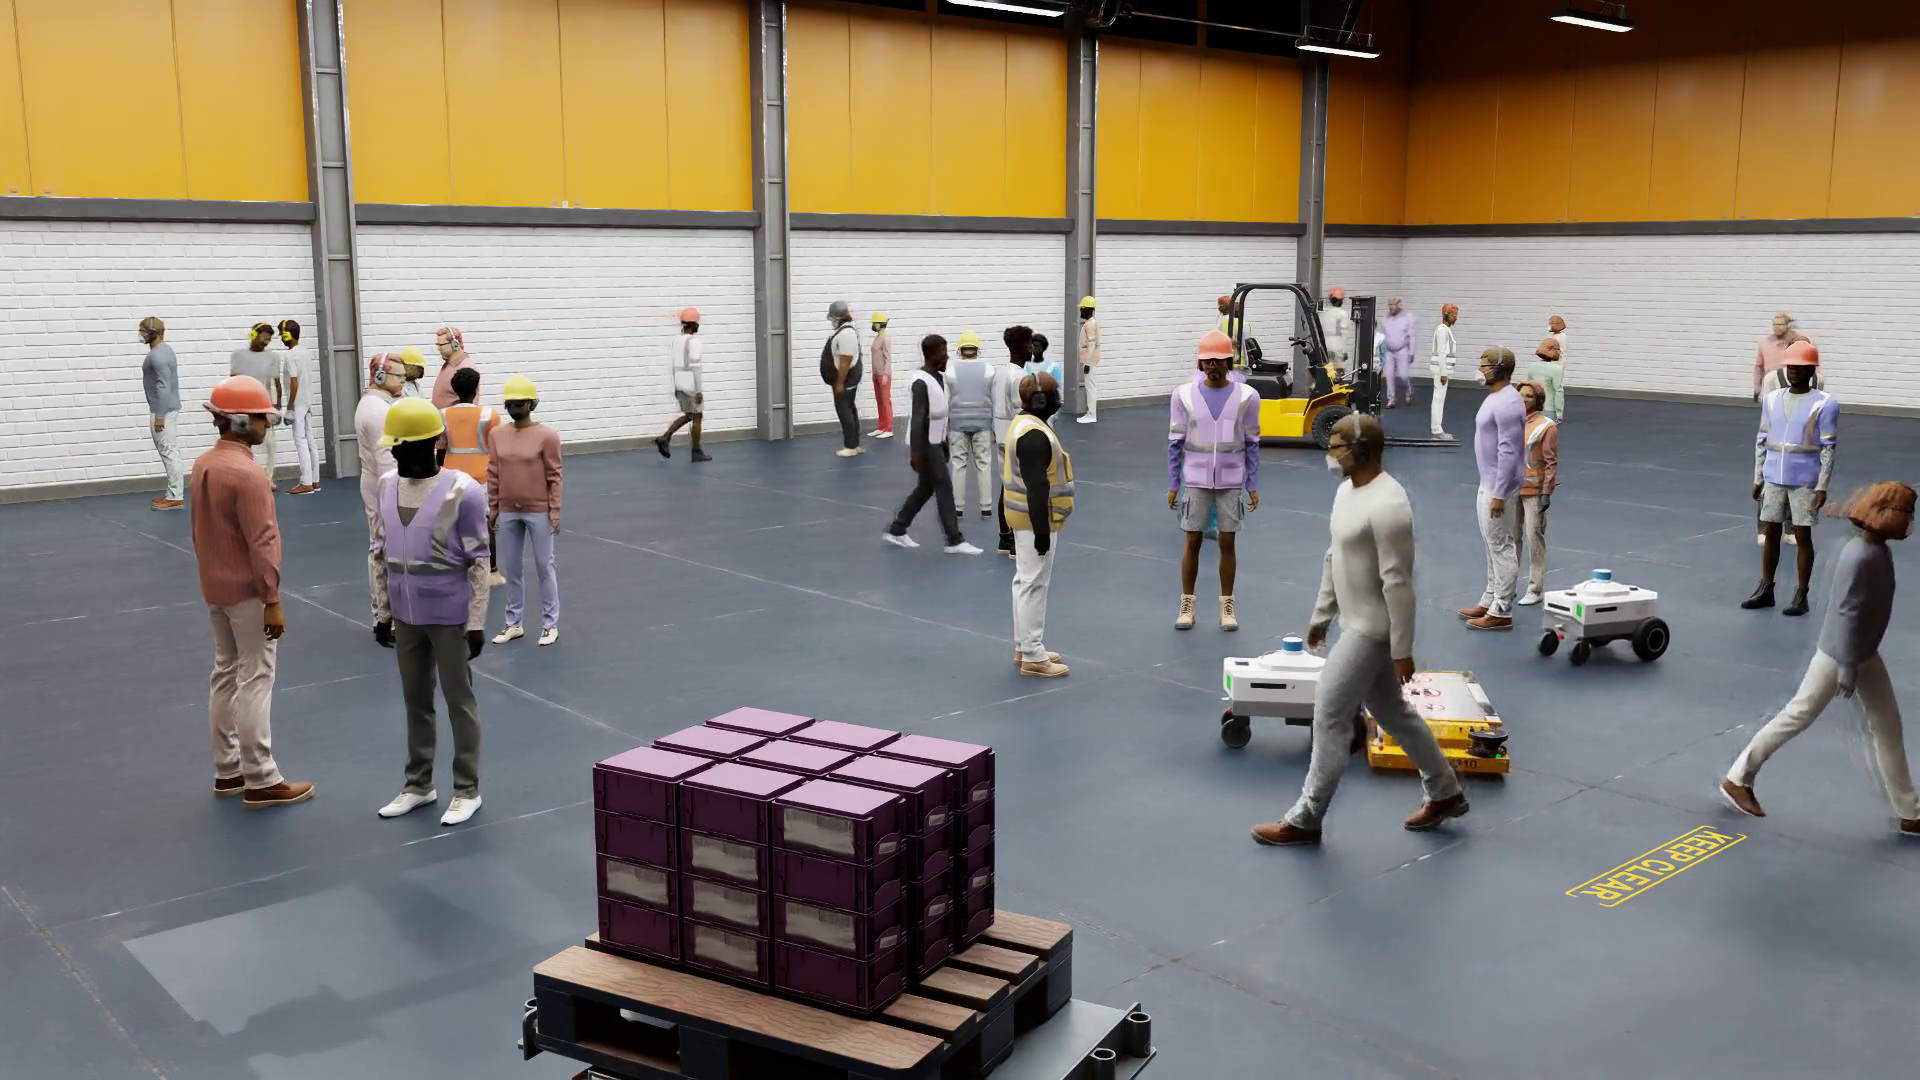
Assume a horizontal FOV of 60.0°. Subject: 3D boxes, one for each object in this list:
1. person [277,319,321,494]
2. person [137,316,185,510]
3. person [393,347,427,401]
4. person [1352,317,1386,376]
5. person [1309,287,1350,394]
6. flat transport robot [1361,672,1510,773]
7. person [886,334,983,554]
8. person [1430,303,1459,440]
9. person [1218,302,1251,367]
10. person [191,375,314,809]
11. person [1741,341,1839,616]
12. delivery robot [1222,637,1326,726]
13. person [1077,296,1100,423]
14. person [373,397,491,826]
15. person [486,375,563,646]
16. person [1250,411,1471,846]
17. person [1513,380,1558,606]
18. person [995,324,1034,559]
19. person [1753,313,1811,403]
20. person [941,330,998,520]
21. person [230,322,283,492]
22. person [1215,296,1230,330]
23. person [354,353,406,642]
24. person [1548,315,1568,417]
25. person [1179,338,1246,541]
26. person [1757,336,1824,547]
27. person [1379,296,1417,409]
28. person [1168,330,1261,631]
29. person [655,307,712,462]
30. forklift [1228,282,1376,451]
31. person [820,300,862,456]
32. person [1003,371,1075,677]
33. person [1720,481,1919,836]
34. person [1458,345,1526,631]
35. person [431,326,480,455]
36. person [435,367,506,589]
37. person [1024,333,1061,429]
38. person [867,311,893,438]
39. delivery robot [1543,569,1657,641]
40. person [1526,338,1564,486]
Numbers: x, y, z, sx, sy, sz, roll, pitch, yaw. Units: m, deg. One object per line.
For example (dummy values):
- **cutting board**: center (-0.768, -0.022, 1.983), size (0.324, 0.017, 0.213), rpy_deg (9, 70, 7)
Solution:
- **person**: center (-7.079, -1.420, 17.773), size (0.327, 1.865, 0.517), rpy_deg (0, 10, 2)
- **person**: center (-7.994, -1.268, 16.661), size (0.356, 1.936, 0.638), rpy_deg (-4, 10, -21)
- **person**: center (-4.803, -0.821, 14.623), size (0.301, 1.742, 0.484), rpy_deg (1, 10, 3)
- **person**: center (6.275, -2.623, 25.545), size (0.517, 1.611, 0.728), rpy_deg (2, 10, 11)
- **person**: center (6.254, -3.254, 28.073), size (0.756, 2.024, 0.610), rpy_deg (-8, 13, -40)
- **flat transport robot**: center (2.443, 0.914, 8.760), size (0.652, 0.197, 1.431), rpy_deg (2, 10, 9)
- **person**: center (-0.247, -0.826, 14.255), size (0.901, 1.883, 0.607), rpy_deg (2, 10, 14)
- **person**: center (6.674, -2.309, 22.952), size (0.359, 1.873, 0.573), rpy_deg (3, 10, 19)
- **person**: center (4.189, -2.680, 25.209), size (0.429, 1.846, 0.625), rpy_deg (-8, 12, -39)
- **person**: center (-3.298, 0.236, 7.699), size (0.622, 1.989, 0.399), rpy_deg (9, 13, 41)
- **person**: center (5.890, -0.439, 11.797), size (0.346, 1.942, 0.550), rpy_deg (-7, 12, -36)
- **delivery robot**: center (1.719, 0.749, 8.624), size (0.707, 0.478, 0.477), rpy_deg (1, 10, 9)
- **person**: center (1.954, -2.742, 25.315), size (0.353, 1.930, 0.594), rpy_deg (1, 10, 5)
- **person**: center (-2.371, 0.319, 7.428), size (0.585, 1.920, 0.383), rpy_deg (4, 10, 21)
- **person**: center (-2.840, -0.186, 10.838), size (0.533, 1.765, 0.323), rpy_deg (2, 10, 12)
- **person**: center (1.796, 0.384, 7.168), size (0.979, 1.896, 0.632), rpy_deg (0, 10, 1)
- **person**: center (4.121, -0.351, 12.150), size (0.306, 1.645, 0.522), rpy_deg (-5, 11, -29)
- **person**: center (0.487, -0.824, 13.983), size (0.367, 1.967, 0.607), rpy_deg (-3, 10, -17)
- **person**: center (10.215, -1.889, 20.593), size (0.986, 1.852, 0.675), rpy_deg (-6, 12, -33)
- **person**: center (0.094, -1.100, 15.998), size (0.600, 1.827, 0.404), rpy_deg (-1, 10, -4)
- **person**: center (-7.578, -1.415, 17.856), size (0.596, 1.833, 0.401), rpy_deg (-3, 10, -15)
- **person**: center (4.471, -3.159, 27.912), size (0.399, 1.872, 0.604), rpy_deg (-4, 11, -24)
- **person**: center (-3.763, -0.285, 11.018), size (0.404, 1.903, 0.636), rpy_deg (-4, 11, -24)
- **person**: center (9.080, -2.608, 25.401), size (0.273, 1.631, 0.507), rpy_deg (-1, 10, -7)
- **person**: center (2.256, -0.885, 14.742), size (0.598, 1.822, 0.462), rpy_deg (-6, 11, -32)
- **person**: center (7.252, -0.857, 14.529), size (0.506, 1.847, 0.343), rpy_deg (1, 10, 4)
- **person**: center (7.273, -3.119, 27.659), size (0.657, 1.884, 0.522), rpy_deg (7, 12, 36)
- **person**: center (1.712, -0.393, 11.235), size (0.615, 2.041, 0.385), rpy_deg (1, 10, 7)
- **person**: center (-3.388, -1.893, 20.390), size (0.633, 1.920, 0.556), rpy_deg (-8, 13, -40)
- **forklift**: center (4.328, -2.346, 22.227), size (2.313, 2.155, 1.214), rpy_deg (3, 10, 16)
- **person**: center (-1.513, -2.096, 21.212), size (0.546, 2.000, 0.856), rpy_deg (0, 10, -2)
- **person**: center (0.479, -0.101, 10.109), size (0.429, 1.846, 0.625), rpy_deg (-1, 10, -3)
- **person**: center (3.919, 0.508, 7.361), size (0.512, 1.572, 0.960), rpy_deg (-9, 13, -44)
- **person**: center (3.638, -0.350, 11.289), size (0.379, 1.940, 0.629), rpy_deg (2, 10, 11)
- **person**: center (-4.576, -0.980, 15.086), size (0.407, 1.903, 0.639), rpy_deg (-6, 12, -33)
- **person**: center (-3.732, -0.467, 12.676), size (0.540, 1.696, 0.320), rpy_deg (0, 10, 2)
- **person**: center (0.884, -1.473, 18.577), size (0.544, 1.684, 0.557), rpy_deg (5, 11, 26)
- **person**: center (-1.115, -2.306, 23.246), size (0.315, 1.768, 0.526), rpy_deg (-4, 11, -23)
- **delivery robot**: center (4.034, 0.428, 10.482), size (0.707, 0.478, 0.477), rpy_deg (-4, 10, -25)
- **person**: center (6.483, -1.418, 18.430), size (0.282, 1.632, 0.507), rpy_deg (-5, 11, -25)
